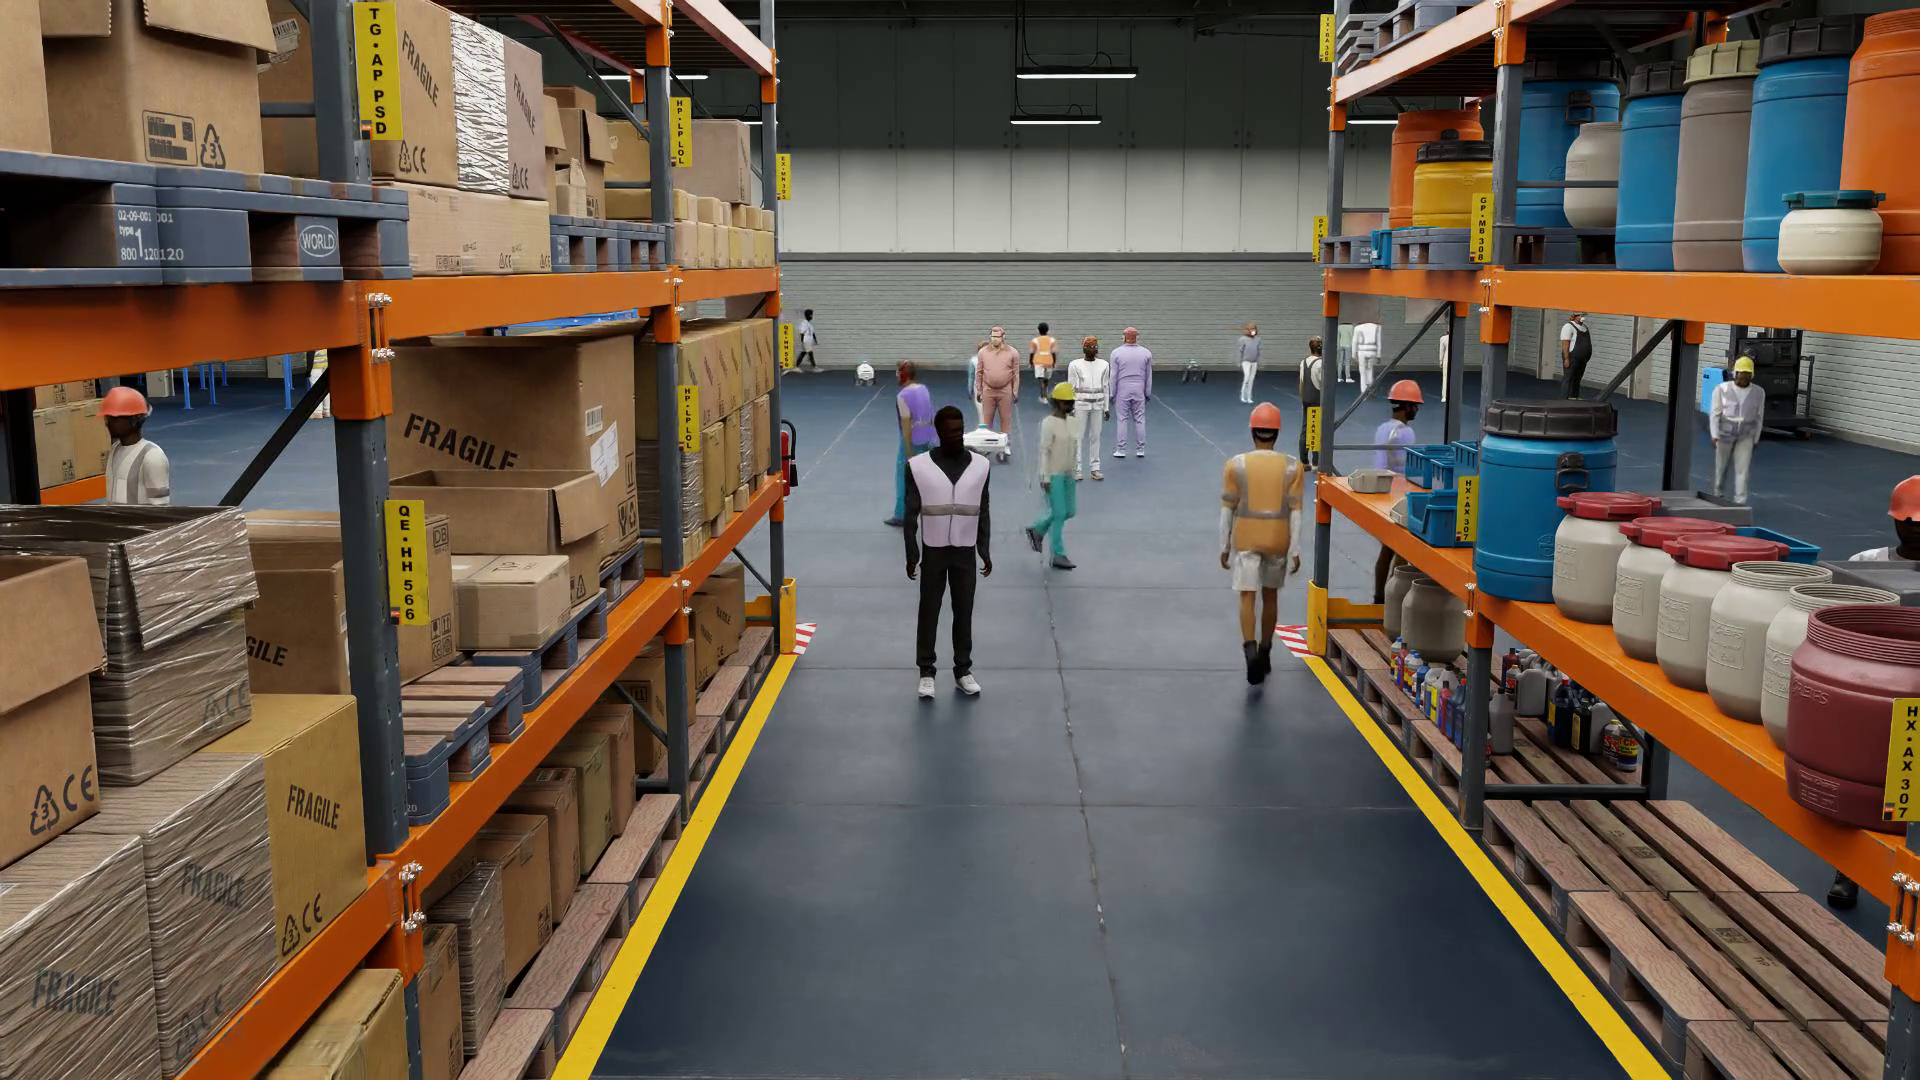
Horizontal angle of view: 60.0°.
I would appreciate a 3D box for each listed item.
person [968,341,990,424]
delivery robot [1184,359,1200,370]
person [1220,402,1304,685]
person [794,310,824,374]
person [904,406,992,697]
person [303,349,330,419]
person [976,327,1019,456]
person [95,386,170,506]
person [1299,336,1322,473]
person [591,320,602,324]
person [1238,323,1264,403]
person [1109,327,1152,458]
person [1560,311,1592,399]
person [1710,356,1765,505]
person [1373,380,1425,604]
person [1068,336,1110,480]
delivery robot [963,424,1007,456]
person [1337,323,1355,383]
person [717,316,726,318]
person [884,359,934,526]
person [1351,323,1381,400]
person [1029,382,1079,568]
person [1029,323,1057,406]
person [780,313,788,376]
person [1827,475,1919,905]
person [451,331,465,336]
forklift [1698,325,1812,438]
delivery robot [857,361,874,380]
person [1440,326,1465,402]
[{"bbox_3d":[0.427,-2.337,26.338,0.541,1.591,0.831,-3,10,-20],"label":"person"},{"bbox_3d":[5.584,-4.212,39.789,0.335,0.223,0.698,4,10,22],"label":"delivery robot"},{"bbox_3d":[2.059,0.020,11.352,0.550,1.912,0.875,1,10,6],"label":"person"},{"bbox_3d":[-3.923,-5.092,42.716,0.868,1.649,0.538,2,10,10],"label":"person"},{"bbox_3d":[-0.080,0.068,10.999,0.598,1.918,0.378,-3,10,-16],"label":"person"},{"bbox_3d":[-11.848,-3.168,30.610,0.429,1.847,0.627,2,10,10],"label":"person"},{"bbox_3d":[0.551,-2.202,24.643,0.650,1.904,0.401,1,10,7],"label":"person"},{"bbox_3d":[-5.440,0.009,10.974,0.608,2.047,0.366,7,11,34],"label":"person"},{"bbox_3d":[4.859,-1.858,22.759,0.341,1.845,0.510,-6,11,-31],"label":"person"},{"bbox_3d":[-5.694,-2.602,26.990,0.675,1.924,0.626,-8,12,-40],"label":"person"},{"bbox_3d":[5.903,-3.583,33.759,0.500,1.619,0.429,-3,10,-20],"label":"person"},{"bbox_3d":[2.486,-2.162,24.401,0.651,1.906,0.402,-2,10,-10],"label":"person"},{"bbox_3d":[11.943,-3.504,32.162,0.673,2.000,0.536,-7,12,-36],"label":"person"},{"bbox_3d":[8.913,-1.221,19.128,0.582,1.796,0.931,3,10,16],"label":"person"},{"bbox_3d":[3.486,-0.305,13.209,0.379,1.928,0.563,-1,10,-8],"label":"person"},{"bbox_3d":[1.696,-1.731,21.880,0.584,1.882,0.345,-3,10,-16],"label":"person"},{"bbox_3d":[0.321,-1.417,23.819,0.707,0.478,0.477,0,10,-1],"label":"delivery robot"},{"bbox_3d":[9.220,-4.583,39.707,0.283,1.636,0.497,-8,12,-40],"label":"person"},{"bbox_3d":[-4.233,-3.047,29.736,0.464,1.889,0.657,3,10,15],"label":"person"},{"bbox_3d":[-0.434,-1.042,17.952,0.809,1.820,0.576,6,11,33],"label":"person"},{"bbox_3d":[8.457,-3.862,34.721,0.593,1.863,0.588,-1,10,-6],"label":"person"},{"bbox_3d":[0.884,-0.627,15.694,0.561,1.750,0.525,8,12,40],"label":"person"},{"bbox_3d":[1.655,-3.506,33.233,0.534,1.639,0.945,-2,10,-10],"label":"person"},{"bbox_3d":[-4.662,-5.094,41.957,0.390,1.942,0.595,4,10,24],"label":"person"},{"bbox_3d":[4.136,0.676,7.304,0.547,1.938,0.359,4,10,23],"label":"person"},{"bbox_3d":[-7.623,-2.260,25.000,0.945,1.911,0.649,-9,13,-44],"label":"person"},{"bbox_3d":[13.248,-3.165,27.620,1.129,2.768,1.873,0,9,1],"label":"forklift"},{"bbox_3d":[-2.223,-3.944,38.961,0.477,0.478,0.707,-1,10,-8],"label":"delivery robot"},{"bbox_3d":[10.067,-3.635,34.038,0.499,1.633,0.286,3,10,20],"label":"person"}]
